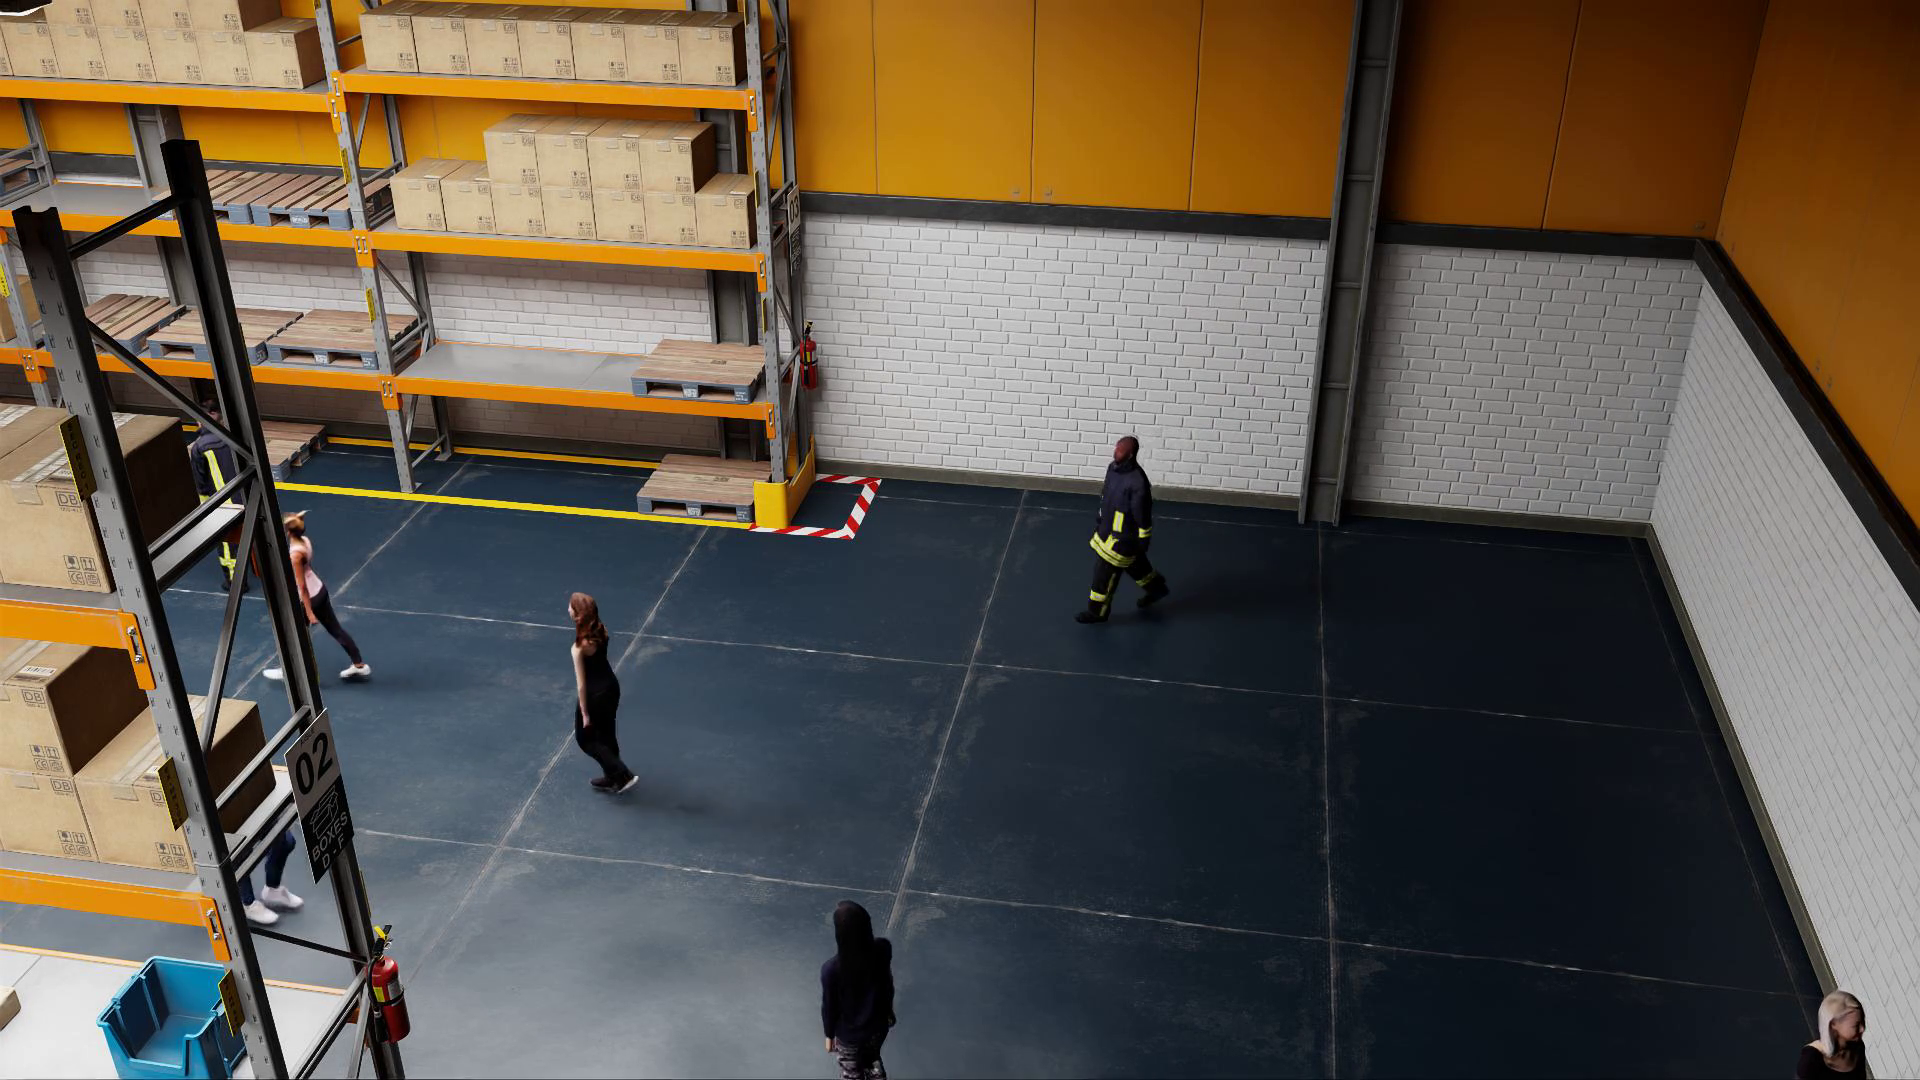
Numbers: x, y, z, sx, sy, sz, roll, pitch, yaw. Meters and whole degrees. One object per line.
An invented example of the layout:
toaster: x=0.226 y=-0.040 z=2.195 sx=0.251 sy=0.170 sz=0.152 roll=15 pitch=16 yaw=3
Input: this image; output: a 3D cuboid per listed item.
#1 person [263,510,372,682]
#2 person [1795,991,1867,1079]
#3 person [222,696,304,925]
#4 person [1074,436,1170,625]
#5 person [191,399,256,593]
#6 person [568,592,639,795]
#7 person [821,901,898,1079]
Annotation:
person: x=-5.284 y=0.501 z=13.754 sx=1.122 sy=1.591 sz=0.671 roll=1 pitch=29 yaw=1
person: x=4.468 y=3.101 z=8.742 sx=0.627 sy=1.827 sz=0.722 roll=-13 pitch=31 yaw=-22
person: x=-4.874 y=1.807 z=11.146 sx=0.620 sy=1.797 sz=0.689 roll=6 pitch=29 yaw=11
person: x=1.528 y=-0.120 z=14.686 sx=1.314 sy=1.789 sz=1.093 roll=-9 pitch=30 yaw=-16
person: x=-6.664 y=-0.418 z=15.159 sx=0.819 sy=1.859 sz=0.838 roll=16 pitch=32 yaw=26
person: x=-2.607 y=1.176 z=12.369 sx=0.770 sy=1.733 sz=0.655 roll=10 pitch=30 yaw=17
person: x=-0.531 y=2.784 z=9.431 sx=0.791 sy=1.723 sz=0.852 roll=-17 pitch=33 yaw=-28
